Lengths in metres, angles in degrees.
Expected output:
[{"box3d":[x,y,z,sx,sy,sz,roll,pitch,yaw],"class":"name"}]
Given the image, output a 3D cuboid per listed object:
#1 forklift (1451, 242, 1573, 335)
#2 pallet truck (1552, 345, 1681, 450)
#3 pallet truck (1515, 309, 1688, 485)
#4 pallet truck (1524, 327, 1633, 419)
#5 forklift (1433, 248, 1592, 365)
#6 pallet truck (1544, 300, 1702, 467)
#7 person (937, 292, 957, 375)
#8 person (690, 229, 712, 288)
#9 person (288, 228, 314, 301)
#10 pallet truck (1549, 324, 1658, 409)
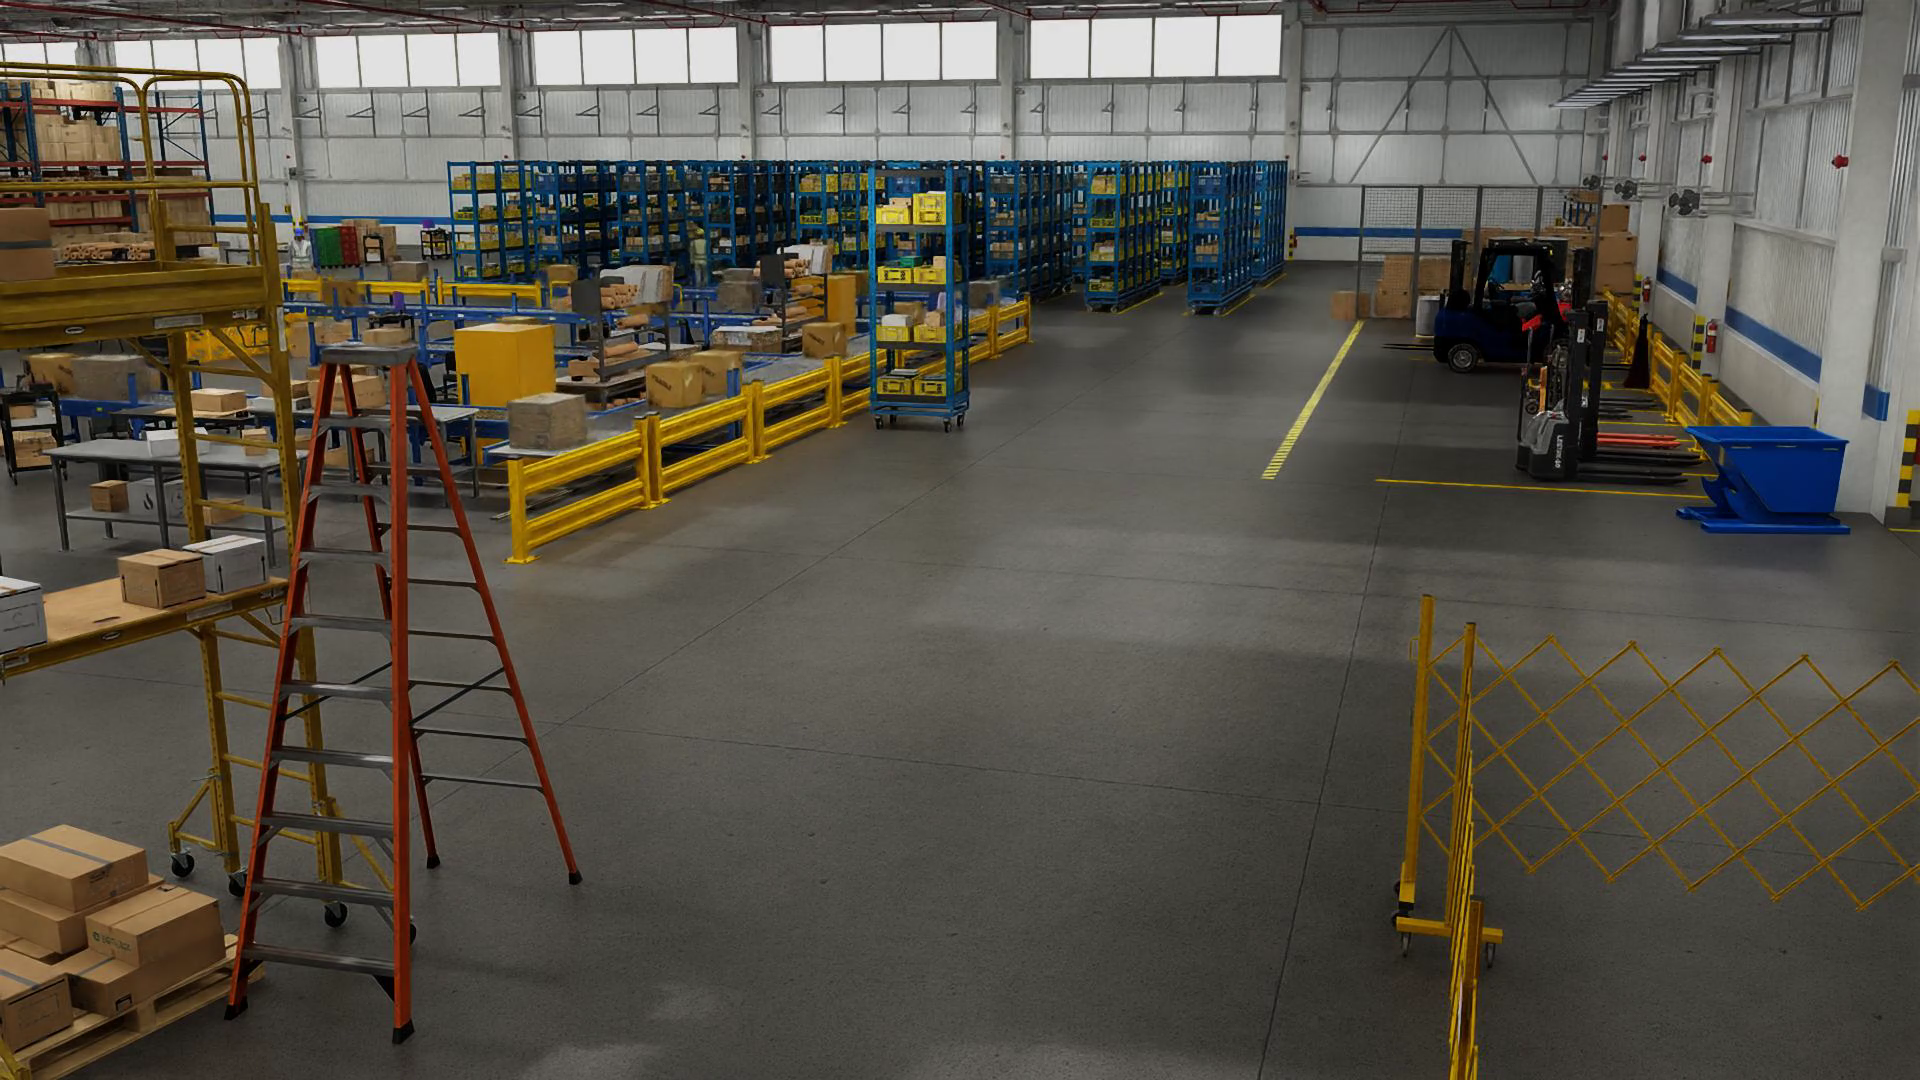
[{"box3d":[10.464,-4.597,31.405,2.680,1.987,1.157,4,14,16],"class":"forklift"},{"box3d":[8.641,-1.896,21.908,1.630,1.274,0.653,4,14,16],"class":"pallet truck"},{"box3d":[7.554,-1.677,19.446,1.885,1.965,0.823,3,13,14],"class":"pallet truck"},{"box3d":[9.065,-2.460,24.370,1.522,1.261,0.704,3,13,14],"class":"pallet truck"},{"box3d":[9.780,-4.111,29.280,2.680,1.987,1.157,3,13,14],"class":"forklift"},{"box3d":[8.263,-1.952,20.631,1.885,1.965,0.823,5,14,20],"class":"pallet truck"},{"box3d":[-0.255,-3.557,27.502,0.403,2.035,0.603,-1,13,-2],"class":"person"},{"box3d":[-7.095,-7.632,45.649,0.613,1.780,0.944,0,13,0],"class":"person"},{"box3d":[-16.956,-7.056,42.811,0.604,1.937,0.403,-7,15,-27],"class":"person"},{"box3d":[9.824,-2.669,25.407,1.601,1.201,0.680,4,14,16],"class":"pallet truck"}]
